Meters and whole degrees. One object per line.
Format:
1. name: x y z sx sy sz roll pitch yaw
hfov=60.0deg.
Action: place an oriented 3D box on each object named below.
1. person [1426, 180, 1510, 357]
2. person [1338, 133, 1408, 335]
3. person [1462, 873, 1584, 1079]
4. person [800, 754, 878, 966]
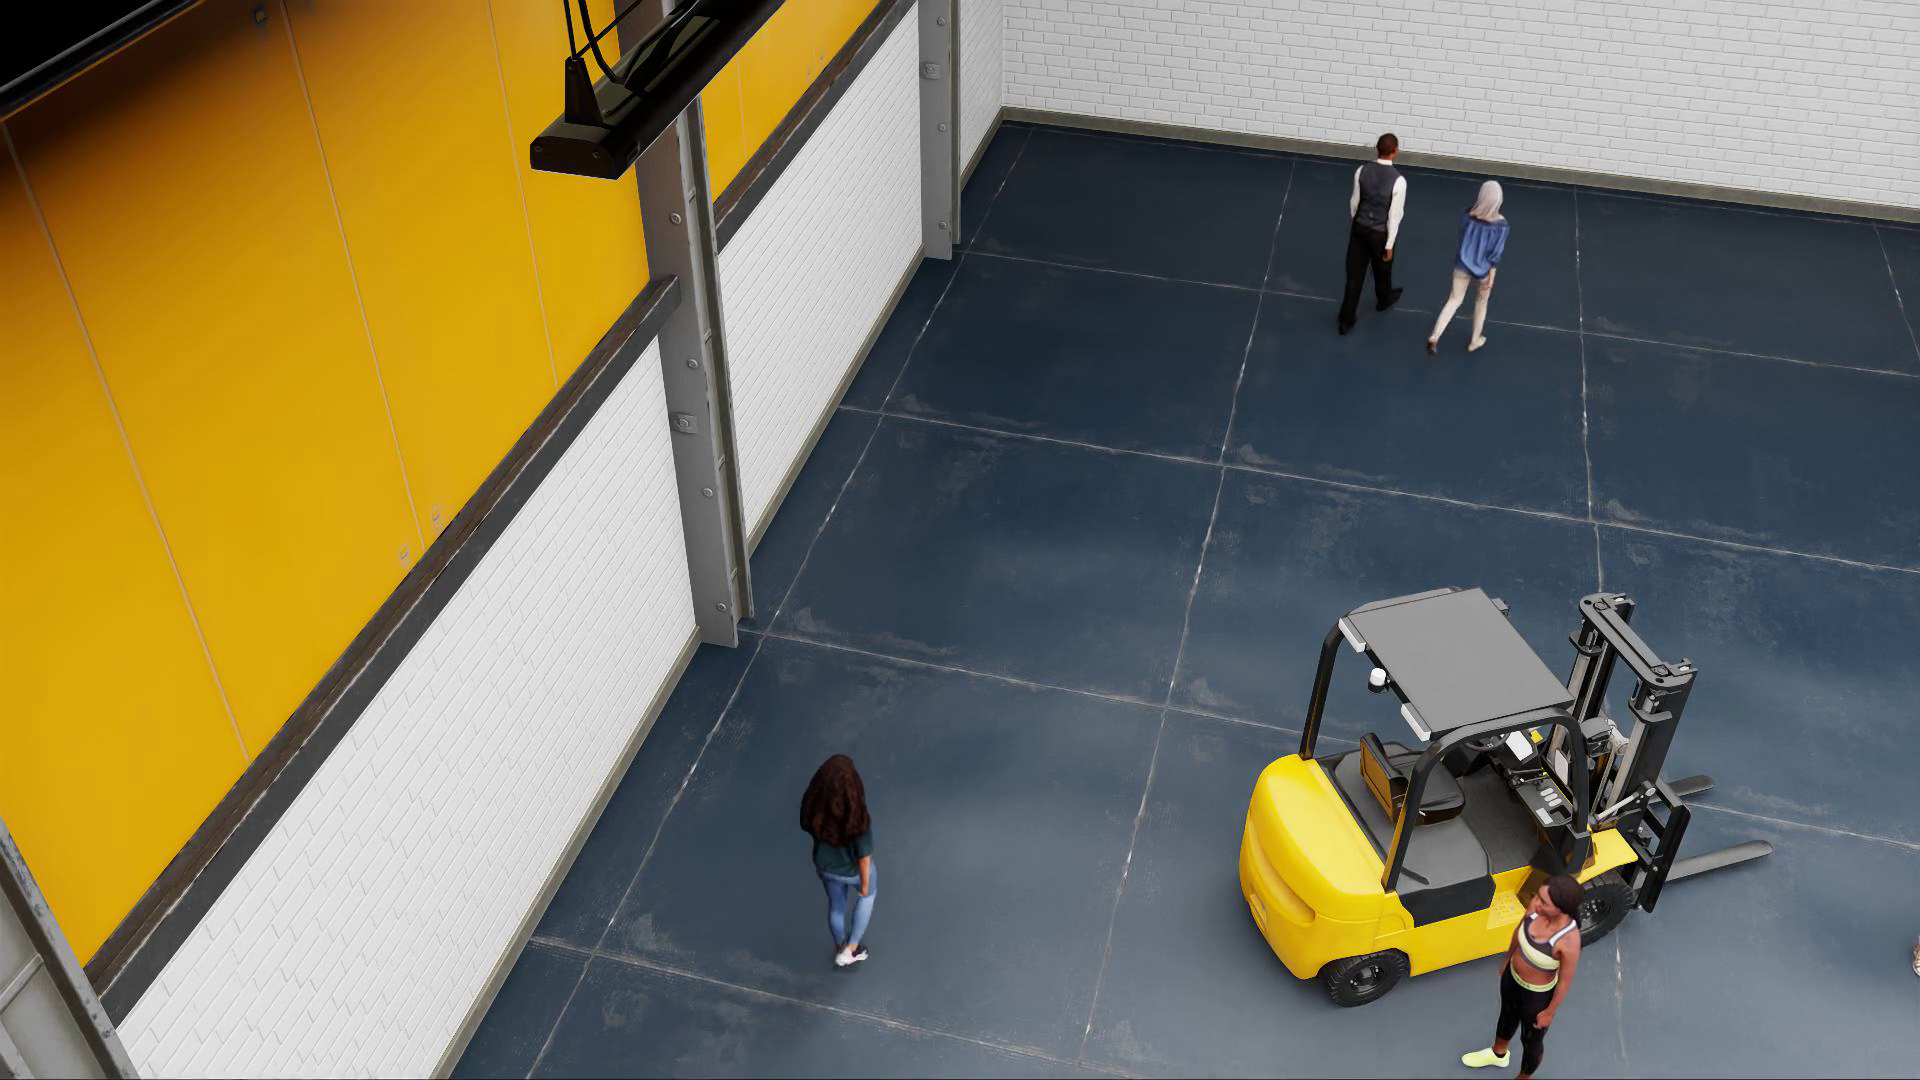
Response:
1. person: 4.536 -2.380 14.855 0.868 1.681 1.075 29 47 32
2. person: 3.708 -2.747 15.152 0.987 1.883 1.222 27 46 29
3. person: 3.055 2.371 8.847 0.699 1.753 0.600 -11 40 -14
4. person: -0.707 1.911 9.539 0.605 1.608 0.615 13 40 15
